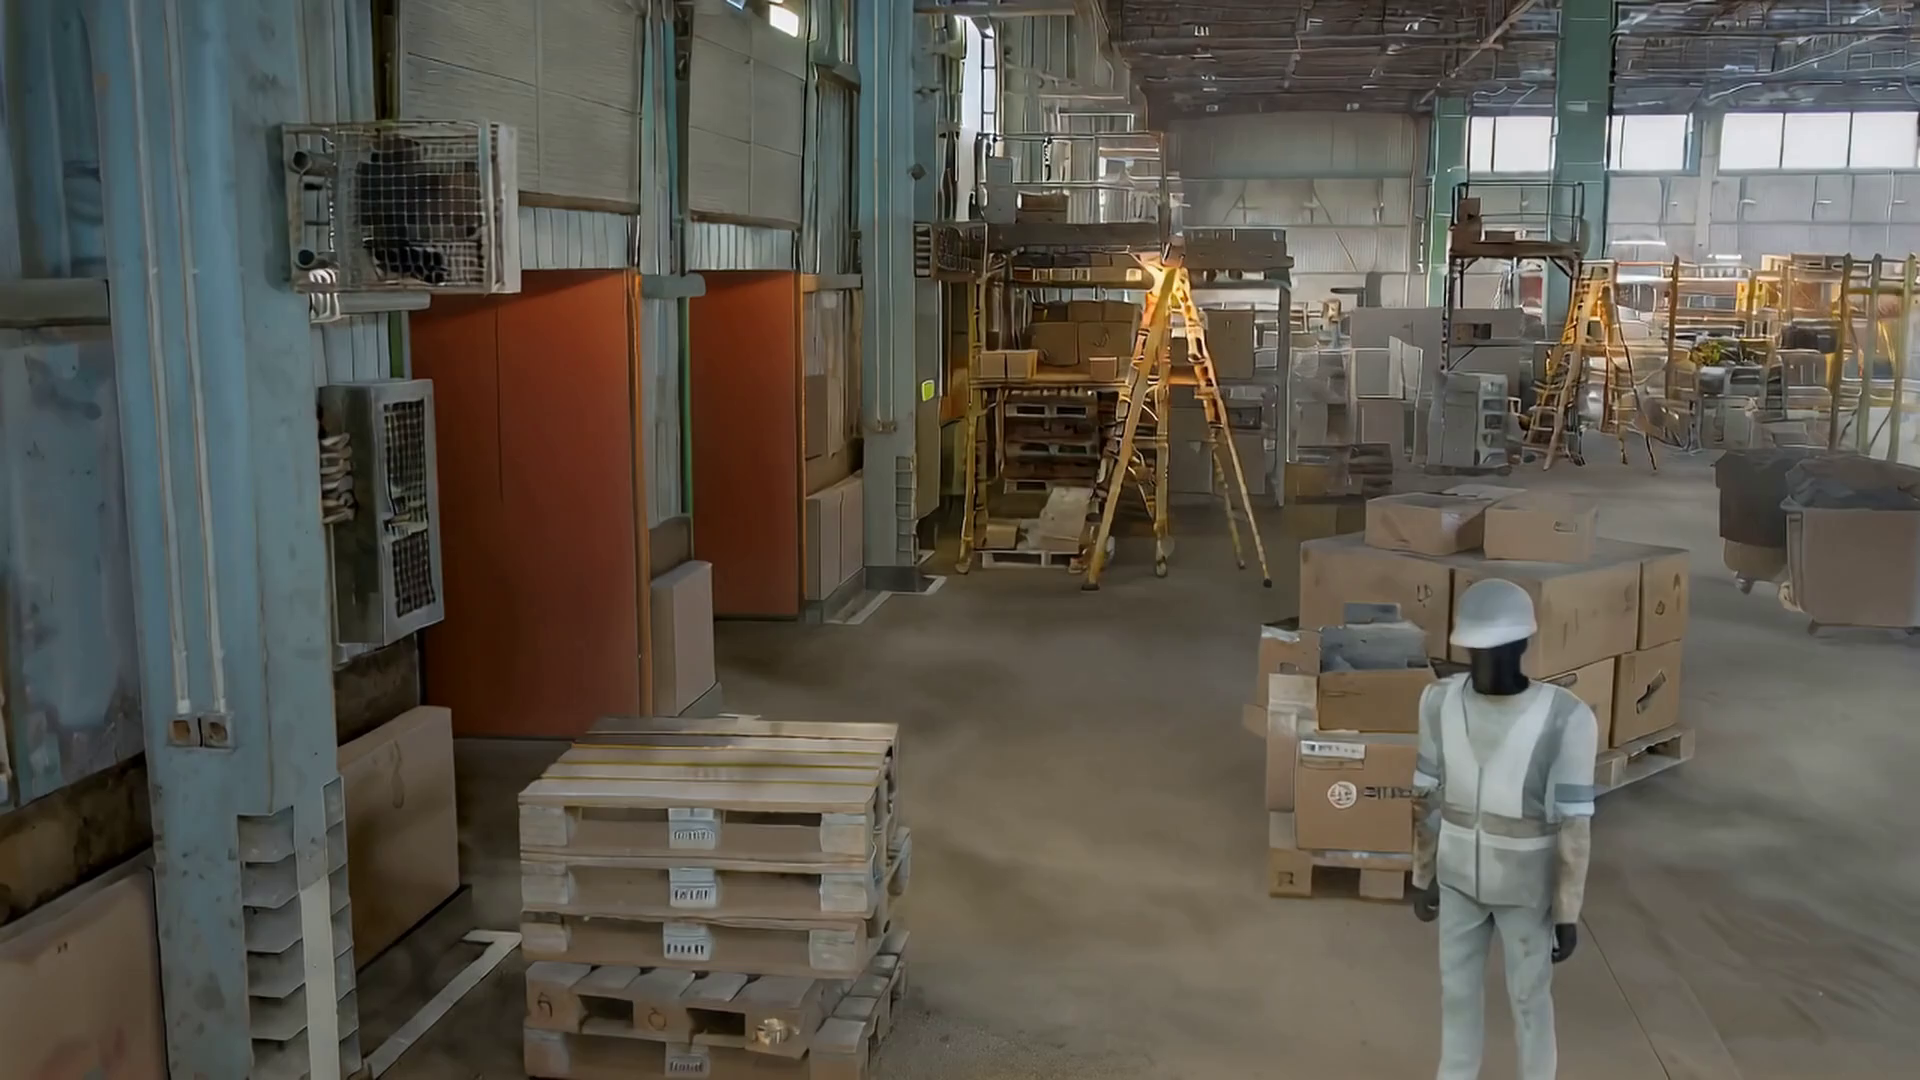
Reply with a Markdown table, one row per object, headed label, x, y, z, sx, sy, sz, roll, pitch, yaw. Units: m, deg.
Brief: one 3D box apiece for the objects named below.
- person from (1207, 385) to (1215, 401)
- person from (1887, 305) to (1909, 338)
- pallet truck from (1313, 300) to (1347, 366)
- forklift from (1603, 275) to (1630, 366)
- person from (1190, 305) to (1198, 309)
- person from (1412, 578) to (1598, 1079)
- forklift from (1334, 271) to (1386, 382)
| label | x | y | z | sx | sy | sz | roll | pitch | yaw |
| --- | --- | --- | --- | --- | --- | --- | --- | --- | --- |
| person | 5.276 | -3.643 | 35.082 | 0.319 | 1.631 | 0.526 | -5 | 10 | -26 |
| person | 26.651 | -5.749 | 47.320 | 1.017 | 1.880 | 0.559 | -2 | 9 | -12 |
| pallet truck | 11.159 | -6.200 | 49.718 | 0.823 | 1.965 | 1.885 | 4 | 10 | 26 |
| forklift | 17.759 | -6.098 | 46.377 | 1.873 | 2.768 | 1.129 | -3 | 10 | -17 |
| person | 6.259 | -5.346 | 44.673 | 0.544 | 1.930 | 0.389 | -5 | 10 | -28 |
| person | 1.660 | 1.061 | 5.193 | 0.587 | 1.918 | 0.398 | 9 | 13 | 42 |
| forklift | 10.436 | -5.400 | 42.069 | 1.873 | 2.768 | 1.129 | 1 | 9 | 9 |
